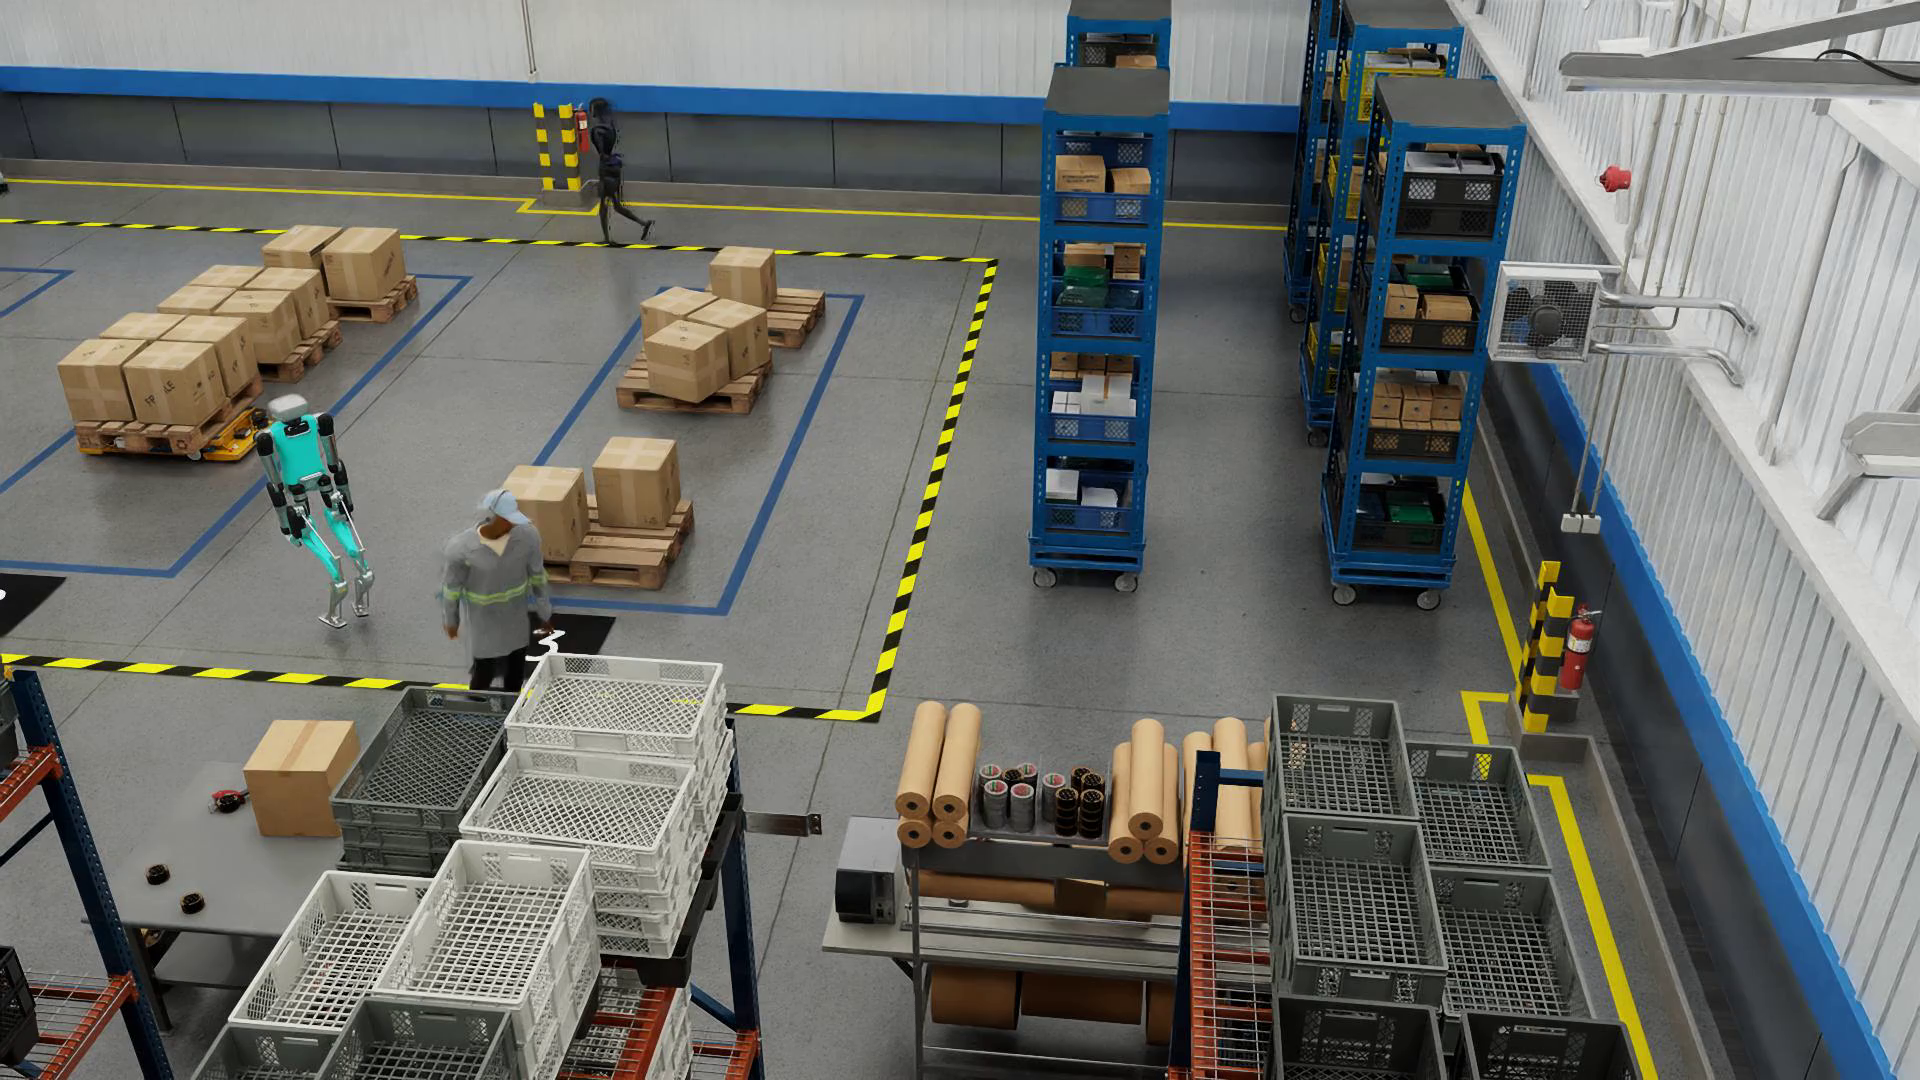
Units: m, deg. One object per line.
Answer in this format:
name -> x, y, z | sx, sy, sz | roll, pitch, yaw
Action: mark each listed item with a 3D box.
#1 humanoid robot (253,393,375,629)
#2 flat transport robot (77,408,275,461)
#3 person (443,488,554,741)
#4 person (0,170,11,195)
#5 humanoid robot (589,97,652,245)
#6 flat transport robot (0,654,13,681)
humanoid robot -> -4.310, -0.136, 11.317 | 0.533, 1.673, 0.735 | -25, 38, -36
flat transport robot -> -6.728, -0.944, 14.268 | 1.431, 0.197, 0.652 | 3, 30, 6
person -> -2.838, 0.477, 10.318 | 0.623, 1.811, 0.487 | -18, 35, -28
person -> -11.768, -4.955, 19.694 | 0.666, 1.778, 0.406 | 20, 36, 30
humanoid robot -> -3.772, -4.023, 18.205 | 0.617, 1.637, 0.589 | -2, 30, -4
flat transport robot -> -7.142, 0.969, 11.010 | 1.431, 0.231, 0.659 | 3, 30, 6
